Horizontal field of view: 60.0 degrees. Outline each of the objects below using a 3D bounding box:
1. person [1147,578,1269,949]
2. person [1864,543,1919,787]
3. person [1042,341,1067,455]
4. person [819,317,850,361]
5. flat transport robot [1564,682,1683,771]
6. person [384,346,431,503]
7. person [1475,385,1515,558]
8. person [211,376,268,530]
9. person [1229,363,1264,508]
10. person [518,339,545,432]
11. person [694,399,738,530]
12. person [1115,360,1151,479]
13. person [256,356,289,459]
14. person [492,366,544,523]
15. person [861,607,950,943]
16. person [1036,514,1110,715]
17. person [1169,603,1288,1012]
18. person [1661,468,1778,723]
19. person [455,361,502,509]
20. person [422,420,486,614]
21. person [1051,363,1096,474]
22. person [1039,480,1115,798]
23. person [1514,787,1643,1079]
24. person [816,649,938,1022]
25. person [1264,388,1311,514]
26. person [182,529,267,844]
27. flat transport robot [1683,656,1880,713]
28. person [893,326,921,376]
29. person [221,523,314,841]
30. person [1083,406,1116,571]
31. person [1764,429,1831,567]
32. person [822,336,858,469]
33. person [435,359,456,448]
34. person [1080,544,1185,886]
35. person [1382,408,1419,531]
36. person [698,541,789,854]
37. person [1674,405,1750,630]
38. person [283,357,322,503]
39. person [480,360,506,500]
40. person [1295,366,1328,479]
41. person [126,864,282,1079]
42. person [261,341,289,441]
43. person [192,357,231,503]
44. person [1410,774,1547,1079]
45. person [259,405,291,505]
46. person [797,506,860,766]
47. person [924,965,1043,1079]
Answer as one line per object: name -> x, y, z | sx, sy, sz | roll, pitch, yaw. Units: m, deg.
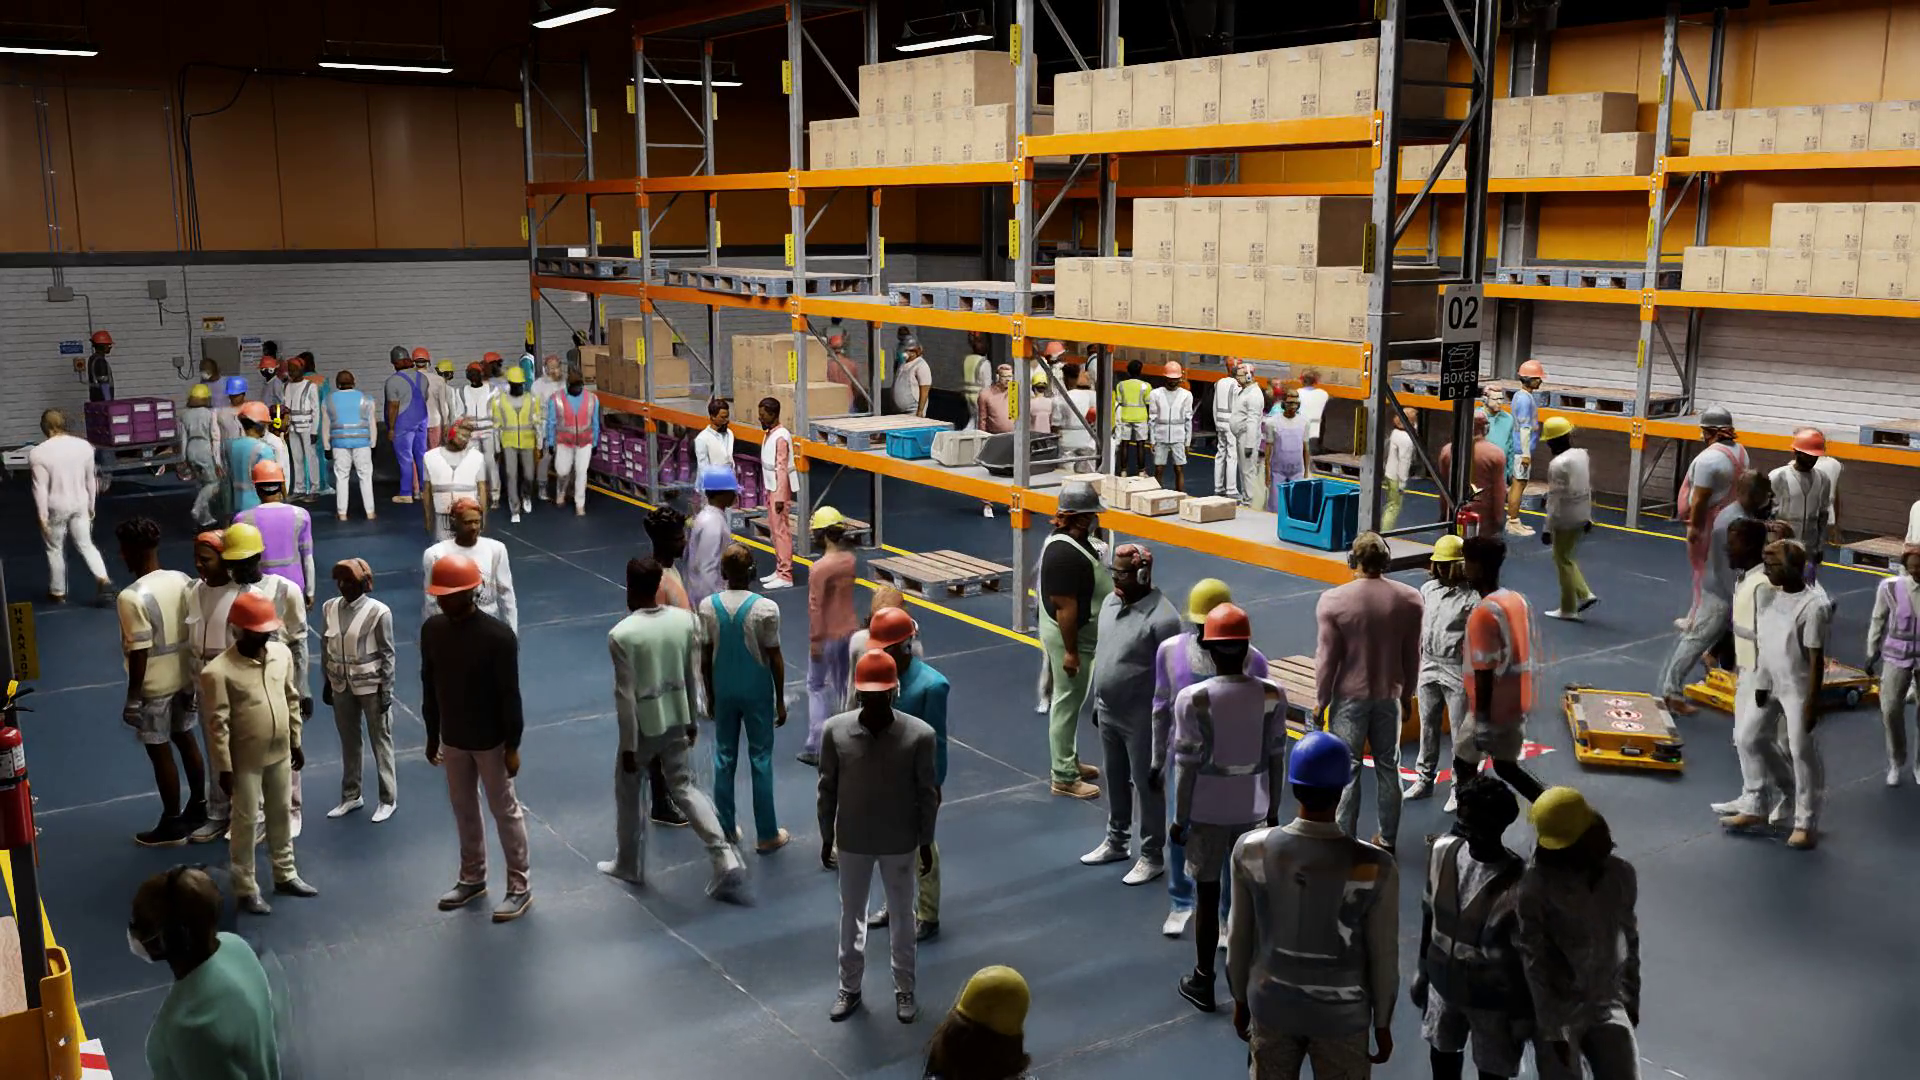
person -> 1.258, 1.119, 8.457 | 0.608, 1.911, 0.417 | 5, 12, 24
person -> 6.192, 0.814, 10.742 | 0.632, 1.613, 0.516 | 7, 13, 33
person -> 1.250, -1.752, 22.977 | 0.609, 1.974, 0.636 | 4, 12, 18
person -> -2.413, -3.427, 31.755 | 0.646, 1.900, 0.742 | -2, 11, -10
flat transport robot -> 4.666, 1.299, 11.748 | 0.652, 0.197, 1.431 | 3, 12, 16
person -> -7.201, -1.506, 21.557 | 0.536, 2.000, 0.681 | 6, 13, 28
person -> 5.704, -0.729, 17.957 | 0.647, 1.899, 0.400 | -3, 11, -16
person -> -7.996, -0.864, 18.526 | 0.603, 1.942, 0.402 | -5, 12, -24
person -> 3.513, -1.227, 20.495 | 0.399, 1.902, 0.642 | 0, 11, -1
person -> -6.624, -2.243, 25.857 | 0.430, 1.841, 0.624 | -1, 11, -3
person -> -2.434, -0.461, 16.572 | 0.393, 1.909, 0.597 | 4, 12, 21
person -> 2.431, -1.676, 23.312 | 0.537, 1.695, 0.321 | 4, 12, 20
person -> -9.623, -1.700, 23.289 | 0.326, 1.751, 0.559 | -9, 14, -38
person -> -5.389, -1.186, 20.265 | 0.604, 1.904, 0.630 | -4, 12, -20
person -> -0.314, 1.189, 8.550 | 0.573, 1.737, 0.354 | 9, 14, 38
person -> 0.832, 0.519, 12.303 | 0.543, 1.610, 0.412 | 2, 11, 9
person -> 1.238, 1.246, 7.769 | 0.543, 1.927, 0.375 | -2, 11, -10
person -> 5.691, 0.415, 12.144 | 1.048, 1.865, 0.674 | 9, 14, 37
person -> -6.077, -1.320, 21.045 | 0.577, 1.879, 0.349 | -1, 11, -4
person -> -4.743, -0.211, 15.595 | 0.620, 1.790, 0.648 | -4, 12, -20
person -> 1.325, -1.139, 19.895 | 0.635, 1.965, 0.411 | -6, 13, -29
person -> 0.779, 0.616, 10.701 | 0.537, 2.000, 0.689 | 1, 11, 5
person -> 2.263, 1.710, 5.959 | 0.537, 1.700, 0.413 | -4, 12, -20
person -> -0.385, 1.353, 7.654 | 0.564, 1.755, 0.323 | 1, 11, 5
person -> 3.576, -0.745, 18.207 | 0.502, 1.837, 0.349 | -1, 11, -6
person -> -4.335, 0.871, 9.803 | 0.575, 1.882, 0.355 | 3, 11, 14
flat transport robot -> 6.328, 1.108, 12.722 | 1.431, 0.197, 0.652 | -4, 12, -21
person -> -0.877, -2.733, 28.390 | 0.560, 1.818, 0.465 | 2, 11, 9
person -> -4.149, 0.846, 9.834 | 0.640, 1.919, 0.405 | 0, 11, -2
person -> 1.409, -0.512, 17.206 | 0.338, 1.752, 0.564 | 6, 13, 28
person -> 7.080, 0.017, 14.078 | 0.547, 1.926, 0.387 | 0, 11, -1
person -> -1.789, -2.035, 24.541 | 0.622, 1.945, 0.995 | -3, 12, -17
person -> -6.999, -1.581, 22.674 | 0.518, 1.757, 0.337 | 10, 15, 43
person -> 0.945, 0.959, 9.288 | 0.408, 1.906, 0.653 | -7, 13, -33
person -> 4.841, -0.663, 18.331 | 0.353, 1.614, 0.559 | 0, 11, 2
person -> -1.254, 0.916, 9.664 | 0.508, 1.847, 0.345 | 3, 11, 13
person -> 6.717, -0.210, 14.929 | 0.682, 2.000, 0.535 | -8, 13, -35
person -> -8.544, -1.424, 21.547 | 0.576, 1.883, 0.355 | 5, 12, 22
person -> -6.166, -1.425, 21.701 | 0.512, 1.826, 0.451 | -4, 12, -21
person -> 4.401, -1.311, 21.167 | 0.578, 1.808, 0.814 | -4, 12, -20
person -> -2.143, 1.836, 4.879 | 1.039, 1.893, 0.631 | -2, 11, -9
person -> -11.185, -2.400, 27.108 | 0.547, 1.667, 0.621 | 10, 15, 40
person -> -9.637, -1.432, 21.626 | 0.651, 1.877, 0.989 | 3, 11, 16
person -> 1.912, 1.678, 6.172 | 0.333, 1.689, 0.533 | -8, 14, -35
person -> -6.734, -0.418, 16.482 | 0.350, 1.856, 0.520 | -9, 14, -38
person -> -0.885, 0.643, 11.307 | 0.358, 1.749, 0.531 | 7, 13, 30
person -> 0.022, 2.005, 4.460 | 0.593, 1.700, 0.439 | -6, 13, -30
